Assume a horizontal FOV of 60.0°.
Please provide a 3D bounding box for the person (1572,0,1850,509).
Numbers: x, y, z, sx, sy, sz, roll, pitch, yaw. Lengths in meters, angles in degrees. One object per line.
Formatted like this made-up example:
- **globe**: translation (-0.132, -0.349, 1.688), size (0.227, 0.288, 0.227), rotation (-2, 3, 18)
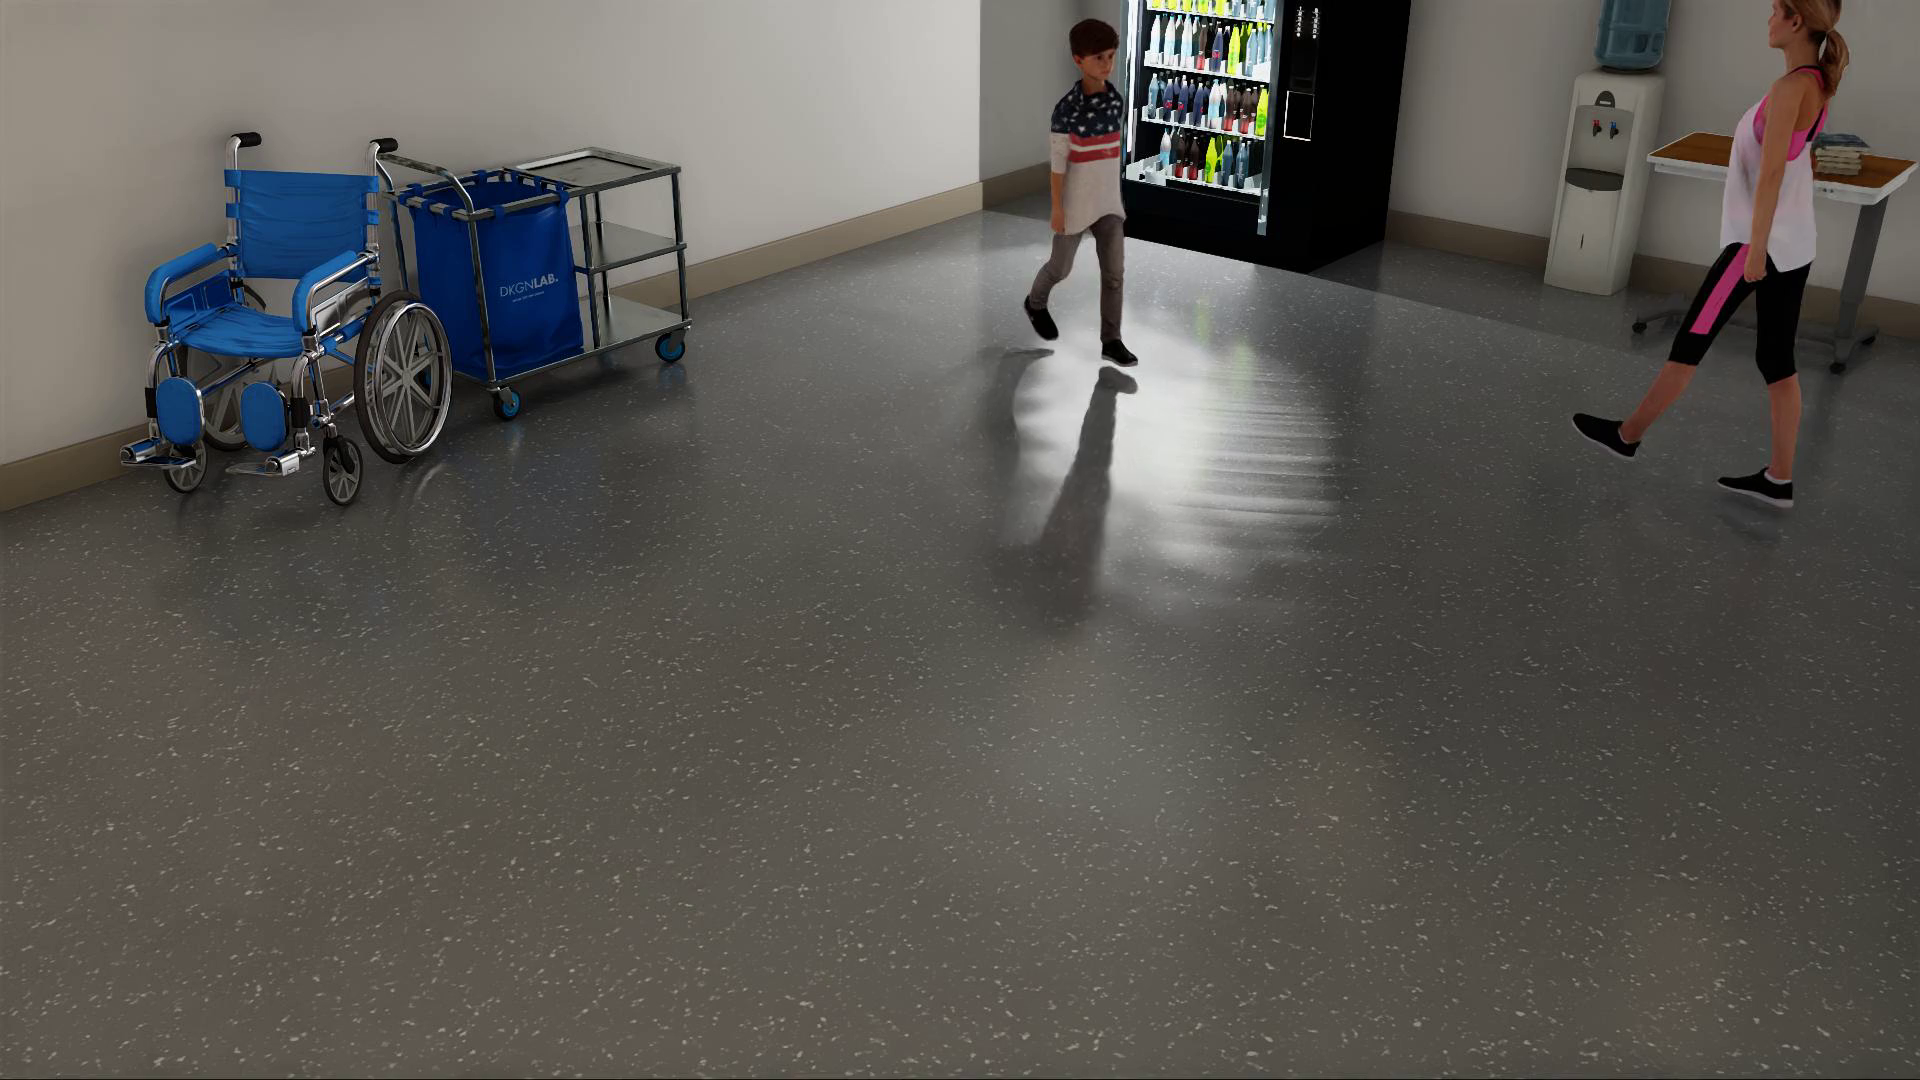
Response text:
- **person**: translation (2.795, -0.934, 5.576), size (0.716, 1.755, 1.058), rotation (-23, 34, -39)

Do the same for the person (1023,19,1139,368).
- **person**: translation (0.498, -1.474, 7.087), size (0.734, 1.414, 1.012), rotation (-14, 29, -27)
